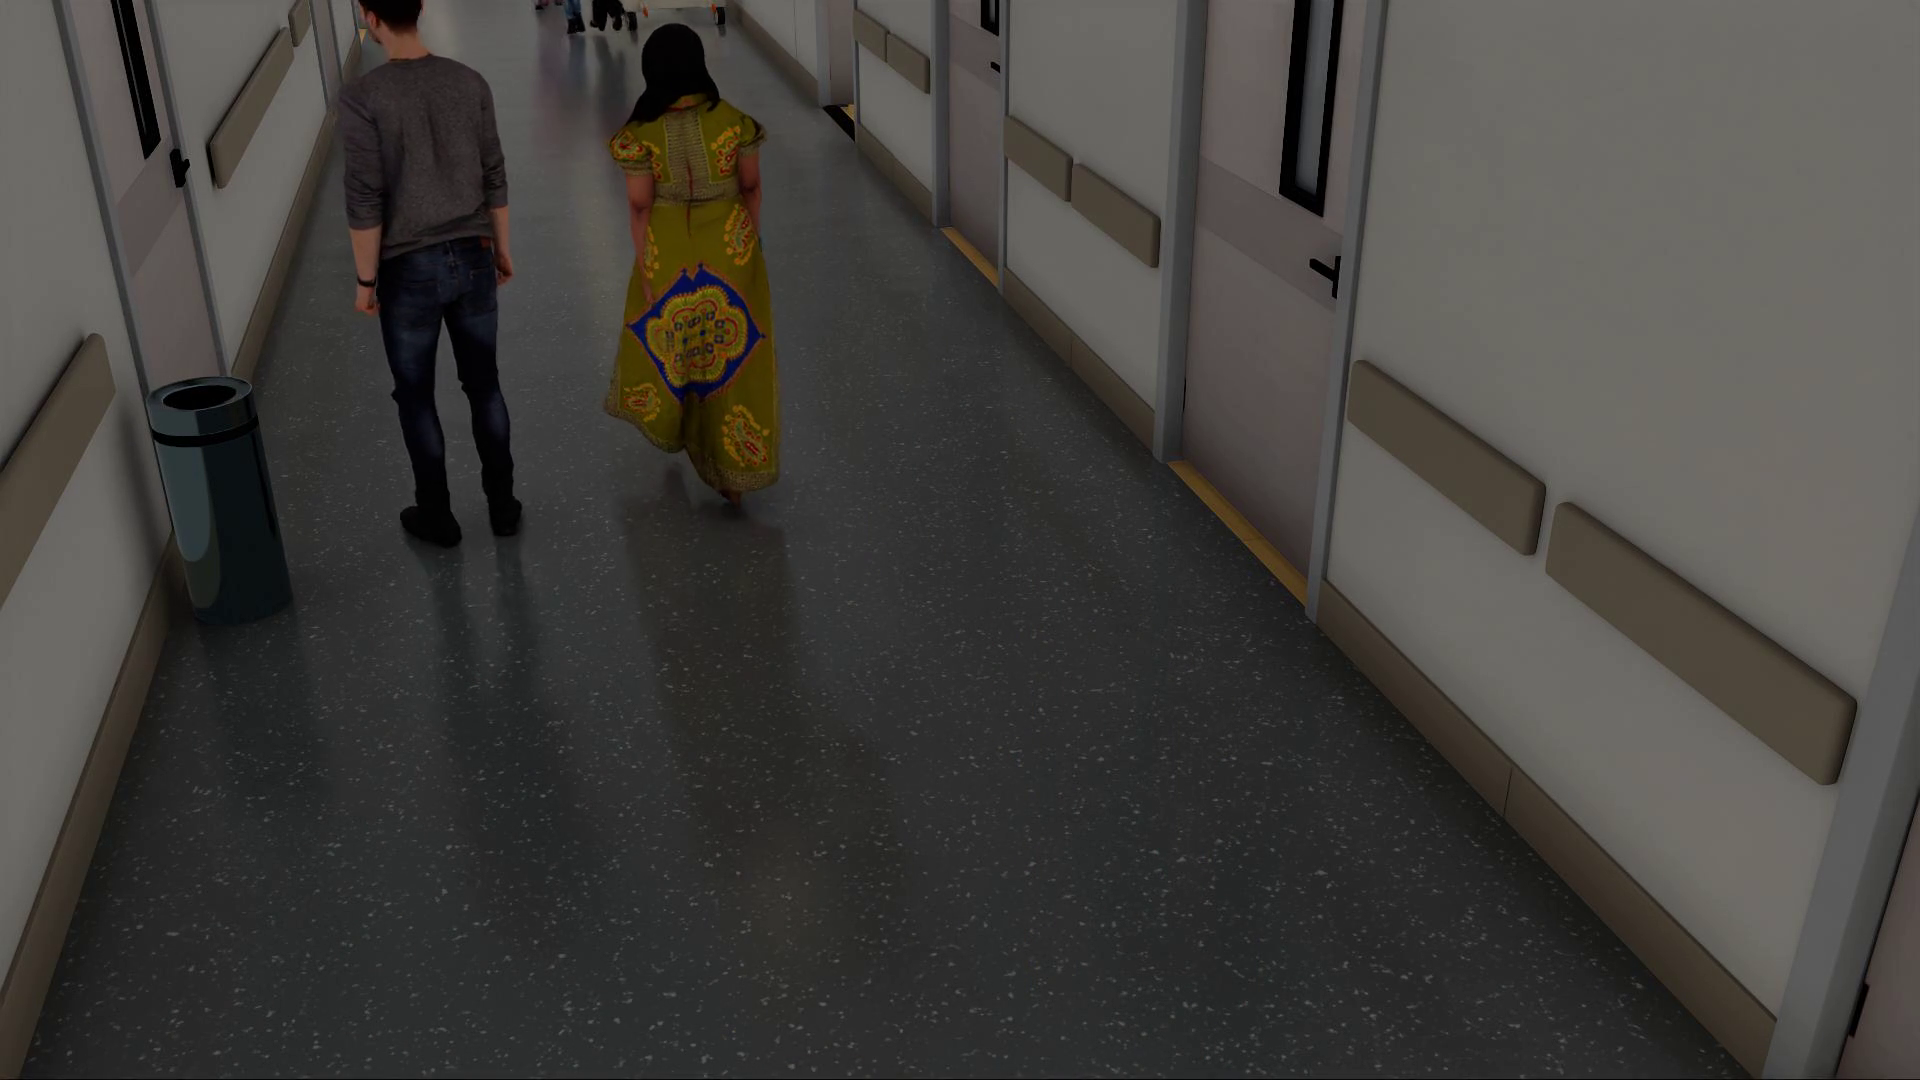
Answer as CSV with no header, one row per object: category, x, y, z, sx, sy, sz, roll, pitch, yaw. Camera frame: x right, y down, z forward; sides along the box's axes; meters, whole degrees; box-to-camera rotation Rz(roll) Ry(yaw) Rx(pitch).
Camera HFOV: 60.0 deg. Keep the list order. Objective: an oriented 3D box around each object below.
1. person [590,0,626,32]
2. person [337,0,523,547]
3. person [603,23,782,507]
person,-3.238,-5.407,15.073,1.058,1.633,0.927,-19,32,-34
person,-1.692,-0.883,5.381,0.713,1.901,0.867,-16,30,-30
person,-0.881,-0.894,5.727,1.067,1.621,0.877,-5,26,-11
